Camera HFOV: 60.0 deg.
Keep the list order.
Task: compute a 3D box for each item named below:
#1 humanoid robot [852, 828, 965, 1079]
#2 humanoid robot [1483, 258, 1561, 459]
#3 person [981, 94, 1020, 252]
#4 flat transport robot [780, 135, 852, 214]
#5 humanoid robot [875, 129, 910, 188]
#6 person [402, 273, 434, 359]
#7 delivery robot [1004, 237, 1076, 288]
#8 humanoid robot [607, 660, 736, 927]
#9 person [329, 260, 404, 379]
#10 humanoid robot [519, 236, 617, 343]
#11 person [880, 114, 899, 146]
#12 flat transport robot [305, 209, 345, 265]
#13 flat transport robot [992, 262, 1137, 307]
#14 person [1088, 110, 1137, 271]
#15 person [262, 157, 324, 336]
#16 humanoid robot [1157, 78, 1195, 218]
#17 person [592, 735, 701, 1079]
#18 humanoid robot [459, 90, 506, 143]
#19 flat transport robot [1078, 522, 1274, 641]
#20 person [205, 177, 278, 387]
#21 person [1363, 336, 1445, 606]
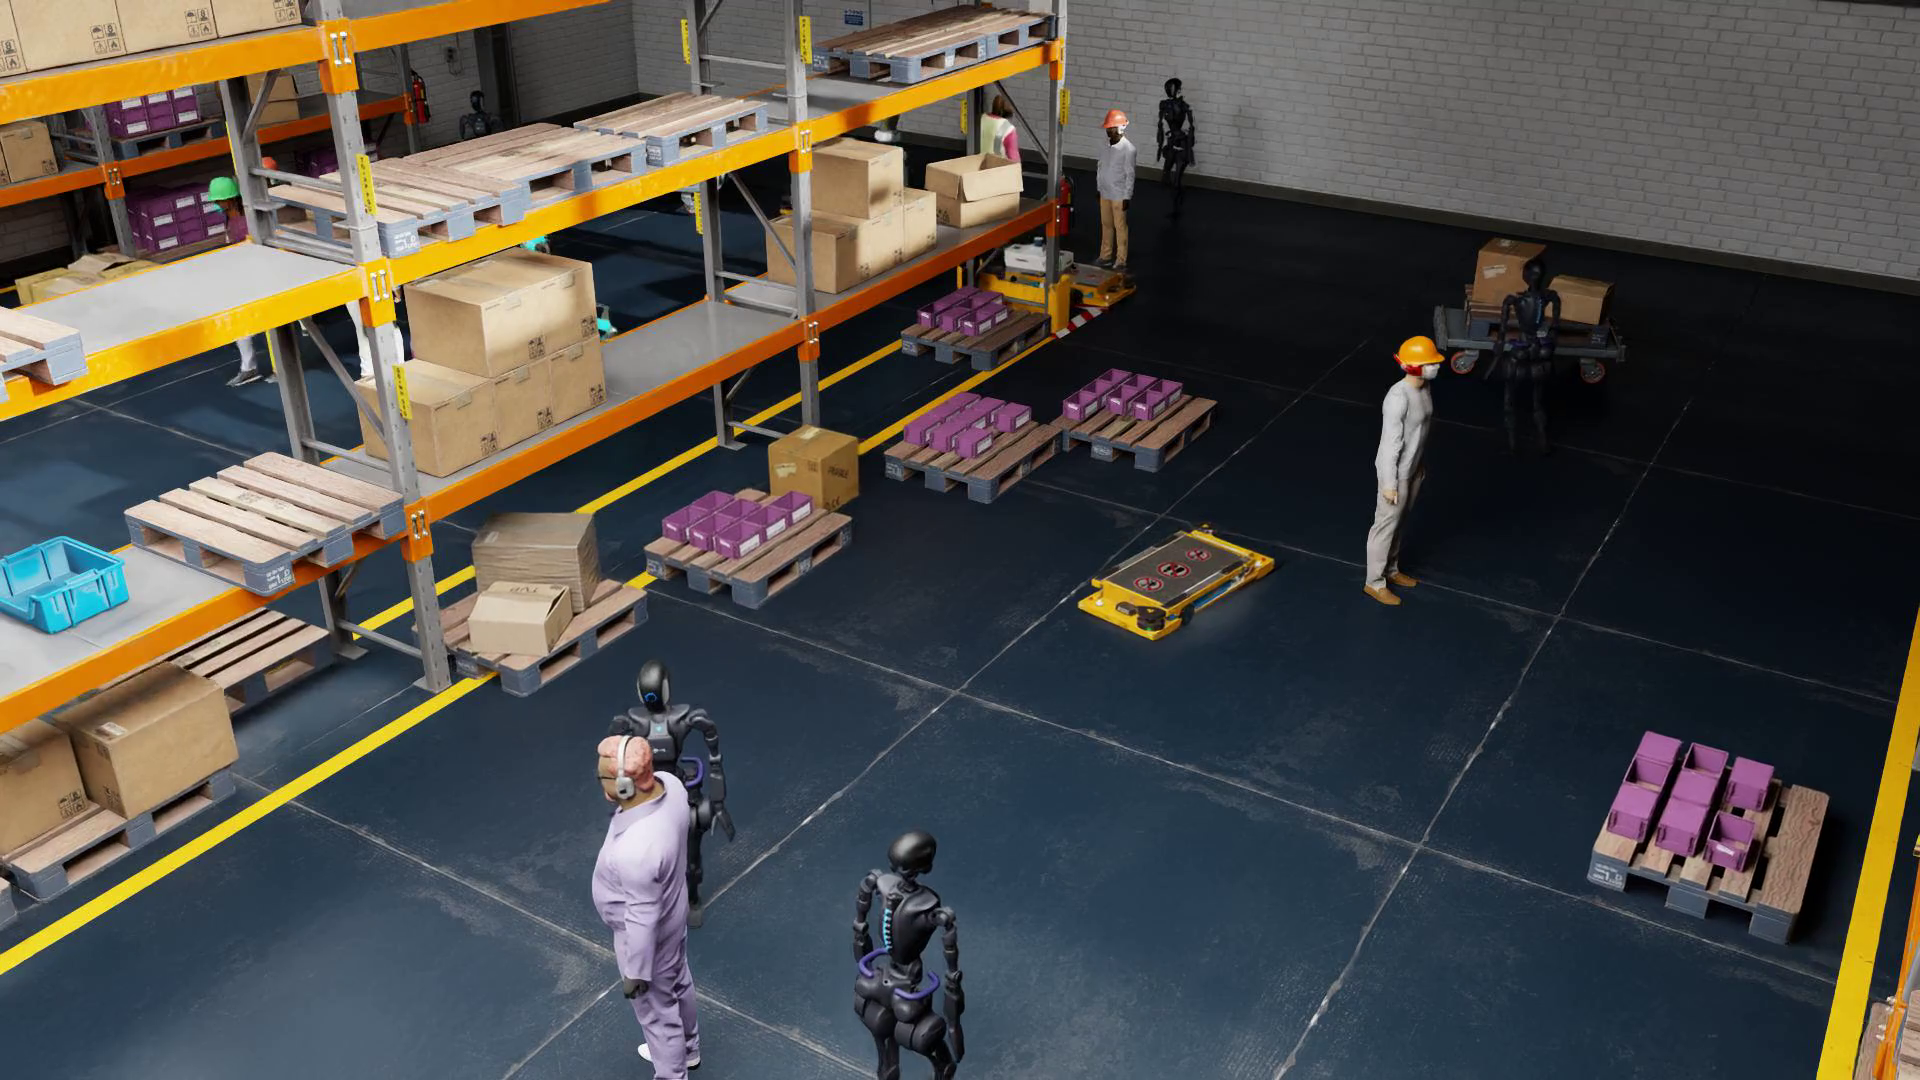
[{"bbox_3d":[-0.246,1.900,6.905,0.601,1.646,0.355,20,33,34],"label":"humanoid robot"},{"bbox_3d":[4.621,-1.476,13.561,0.609,1.643,0.385,-6,28,-11],"label":"humanoid robot"},{"bbox_3d":[0.423,-4.075,18.530,0.650,1.802,0.468,22,34,37],"label":"person"},{"bbox_3d":[-1.457,-4.143,20.362,1.431,0.231,0.659,1,27,2],"label":"flat transport robot"},{"bbox_3d":[-0.593,-3.411,17.322,0.531,1.803,0.794,20,33,34],"label":"humanoid robot"},{"bbox_3d":[-4.134,-1.333,13.080,0.318,1.846,0.521,-13,30,-25],"label":"person"},{"bbox_3d":[0.833,-2.913,17.601,0.757,0.576,0.499,13,30,24],"label":"delivery robot"},{"bbox_3d":[-1.394,1.311,8.082,0.588,1.635,0.687,-3,27,-7],"label":"humanoid robot"},{"bbox_3d":[-5.279,-2.274,14.834,0.634,1.939,0.360,1,27,1],"label":"person"},{"bbox_3d":[-3.411,-2.045,14.622,1.055,1.723,0.545,-19,32,-33],"label":"humanoid robot"},{"bbox_3d":[-0.934,-5.335,21.206,0.306,1.632,0.508,6,27,11],"label":"person"},{"bbox_3d":[-6.849,-2.622,17.364,1.431,0.231,0.659,-4,27,-8],"label":"flat transport robot"},{"bbox_3d":[1.088,-2.743,17.602,1.431,0.231,0.659,16,31,28],"label":"flat transport robot"},{"bbox_3d":[1.653,-3.772,17.989,0.328,1.751,0.567,-17,32,-30],"label":"person"},{"bbox_3d":[-6.587,-2.842,16.155,0.558,1.751,0.324,3,27,7],"label":"person"},{"bbox_3d":[2.659,-4.719,19.951,0.497,1.642,0.614,-21,34,-35],"label":"humanoid robot"},{"bbox_3d":[-1.350,1.654,7.133,0.409,1.904,0.653,1,27,3],"label":"person"},{"bbox_3d":[-5.499,-4.440,19.421,0.616,1.635,0.647,-3,27,-5],"label":"humanoid robot"},{"bbox_3d":[1.535,0.273,11.660,0.659,0.231,1.431,23,35,38],"label":"flat transport robot"},{"bbox_3d":[-6.421,-2.284,14.878,0.755,1.915,0.481,-24,35,-38],"label":"person"},{"bbox_3d":[3.024,-0.489,11.365,0.352,1.898,0.563,17,32,31],"label":"person"}]
